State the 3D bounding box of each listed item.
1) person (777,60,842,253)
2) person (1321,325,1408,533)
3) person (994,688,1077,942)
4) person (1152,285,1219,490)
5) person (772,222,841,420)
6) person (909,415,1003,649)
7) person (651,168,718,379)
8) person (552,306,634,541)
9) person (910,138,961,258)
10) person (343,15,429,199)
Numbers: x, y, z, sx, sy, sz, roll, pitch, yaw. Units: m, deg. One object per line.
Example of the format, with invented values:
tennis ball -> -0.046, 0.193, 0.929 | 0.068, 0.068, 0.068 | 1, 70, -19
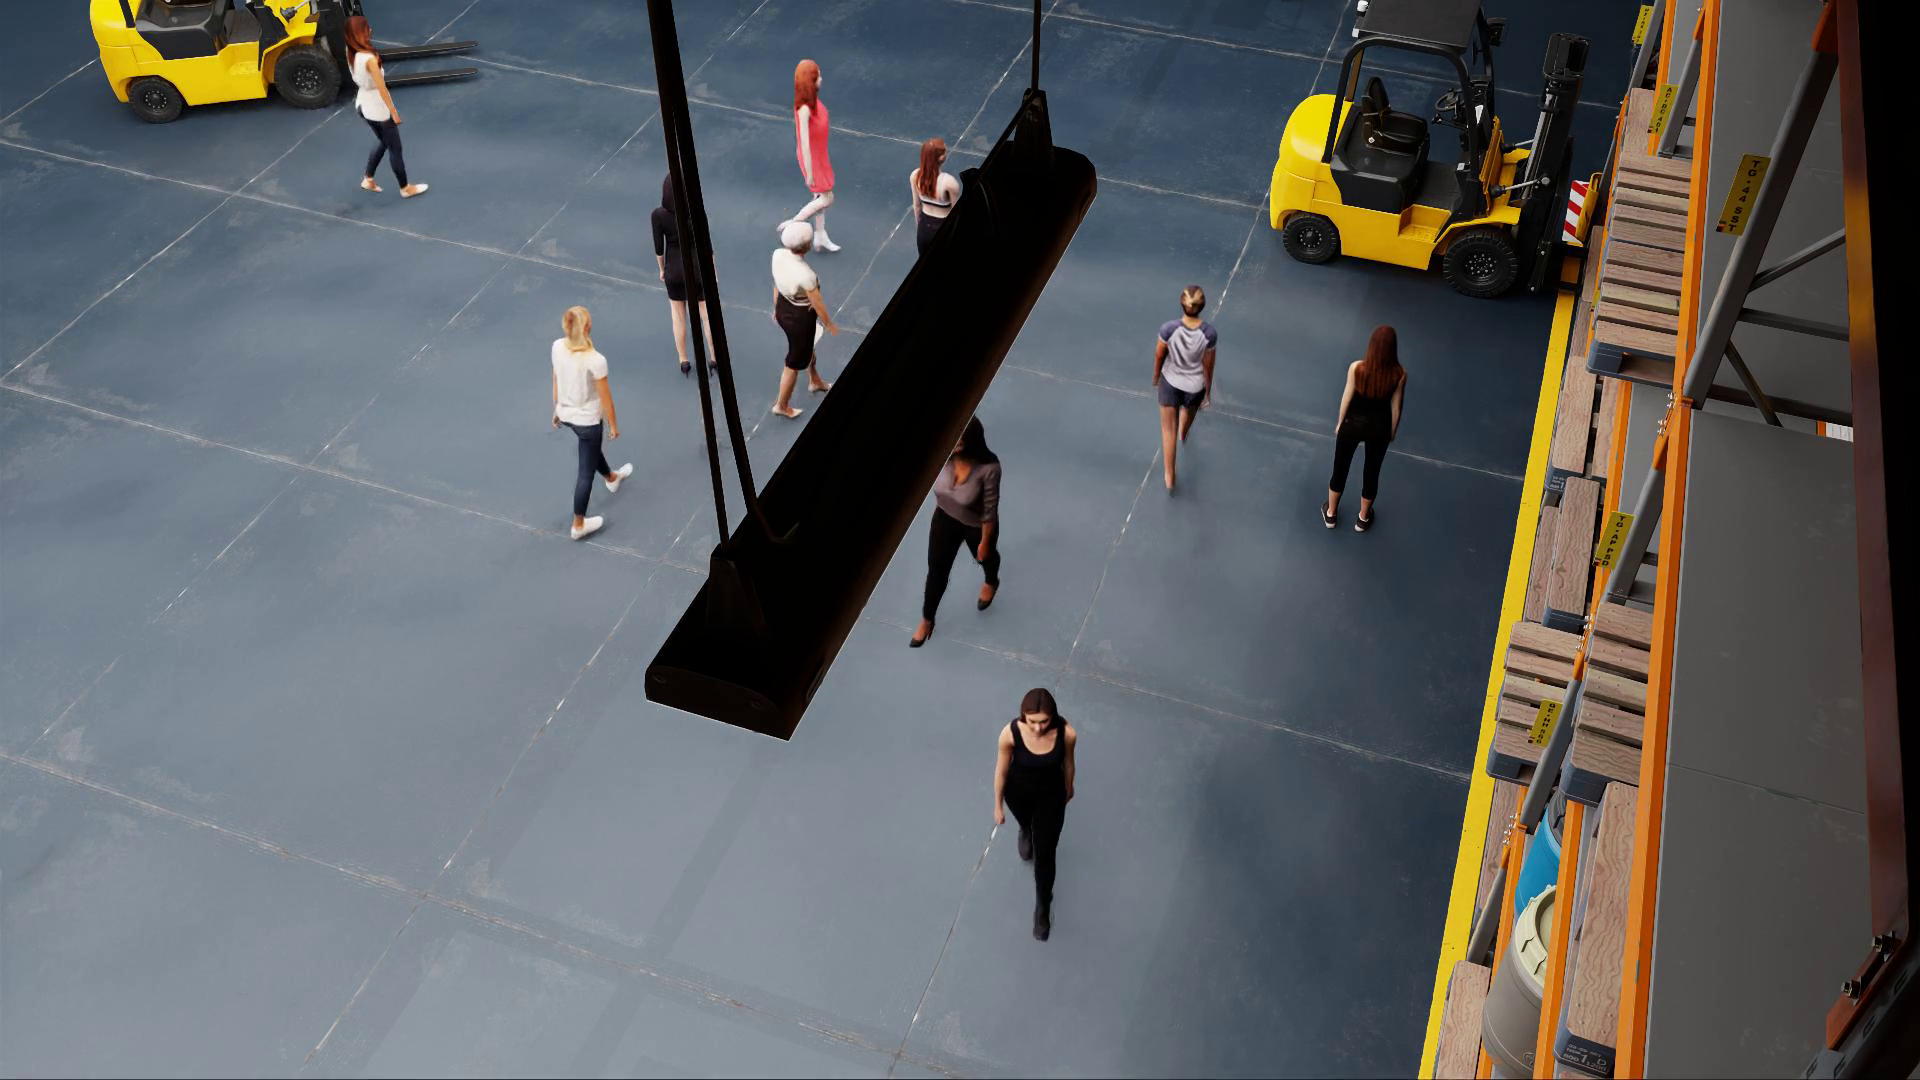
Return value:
person -> -1.314, -3.194, 14.027 | 0.813, 1.813, 0.804 | 0, 44, 0
person -> 2.812, -0.770, 11.545 | 0.581, 1.726, 0.531 | 9, 44, 10
person -> 0.412, 1.359, 9.375 | 0.840, 1.638, 1.188 | 2, 44, 2
person -> 1.605, -1.070, 11.969 | 0.762, 1.575, 1.089 | 3, 44, 3
person -> -1.299, -1.569, 12.385 | 0.977, 1.726, 0.893 | -25, 49, -24
person -> 0.109, -0.153, 10.841 | 0.819, 1.803, 1.141 | 23, 48, 22
person -> -2.100, -2.031, 12.812 | 0.635, 1.804, 0.587 | 3, 44, 3
person -> -2.665, -0.778, 11.525 | 0.752, 1.766, 1.067 | 23, 48, 22
person -> -0.187, -2.417, 13.263 | 0.611, 1.741, 0.561 | 20, 47, 19
person -> -5.208, -3.778, 14.664 | 0.909, 1.779, 0.820 | -34, 53, -30
